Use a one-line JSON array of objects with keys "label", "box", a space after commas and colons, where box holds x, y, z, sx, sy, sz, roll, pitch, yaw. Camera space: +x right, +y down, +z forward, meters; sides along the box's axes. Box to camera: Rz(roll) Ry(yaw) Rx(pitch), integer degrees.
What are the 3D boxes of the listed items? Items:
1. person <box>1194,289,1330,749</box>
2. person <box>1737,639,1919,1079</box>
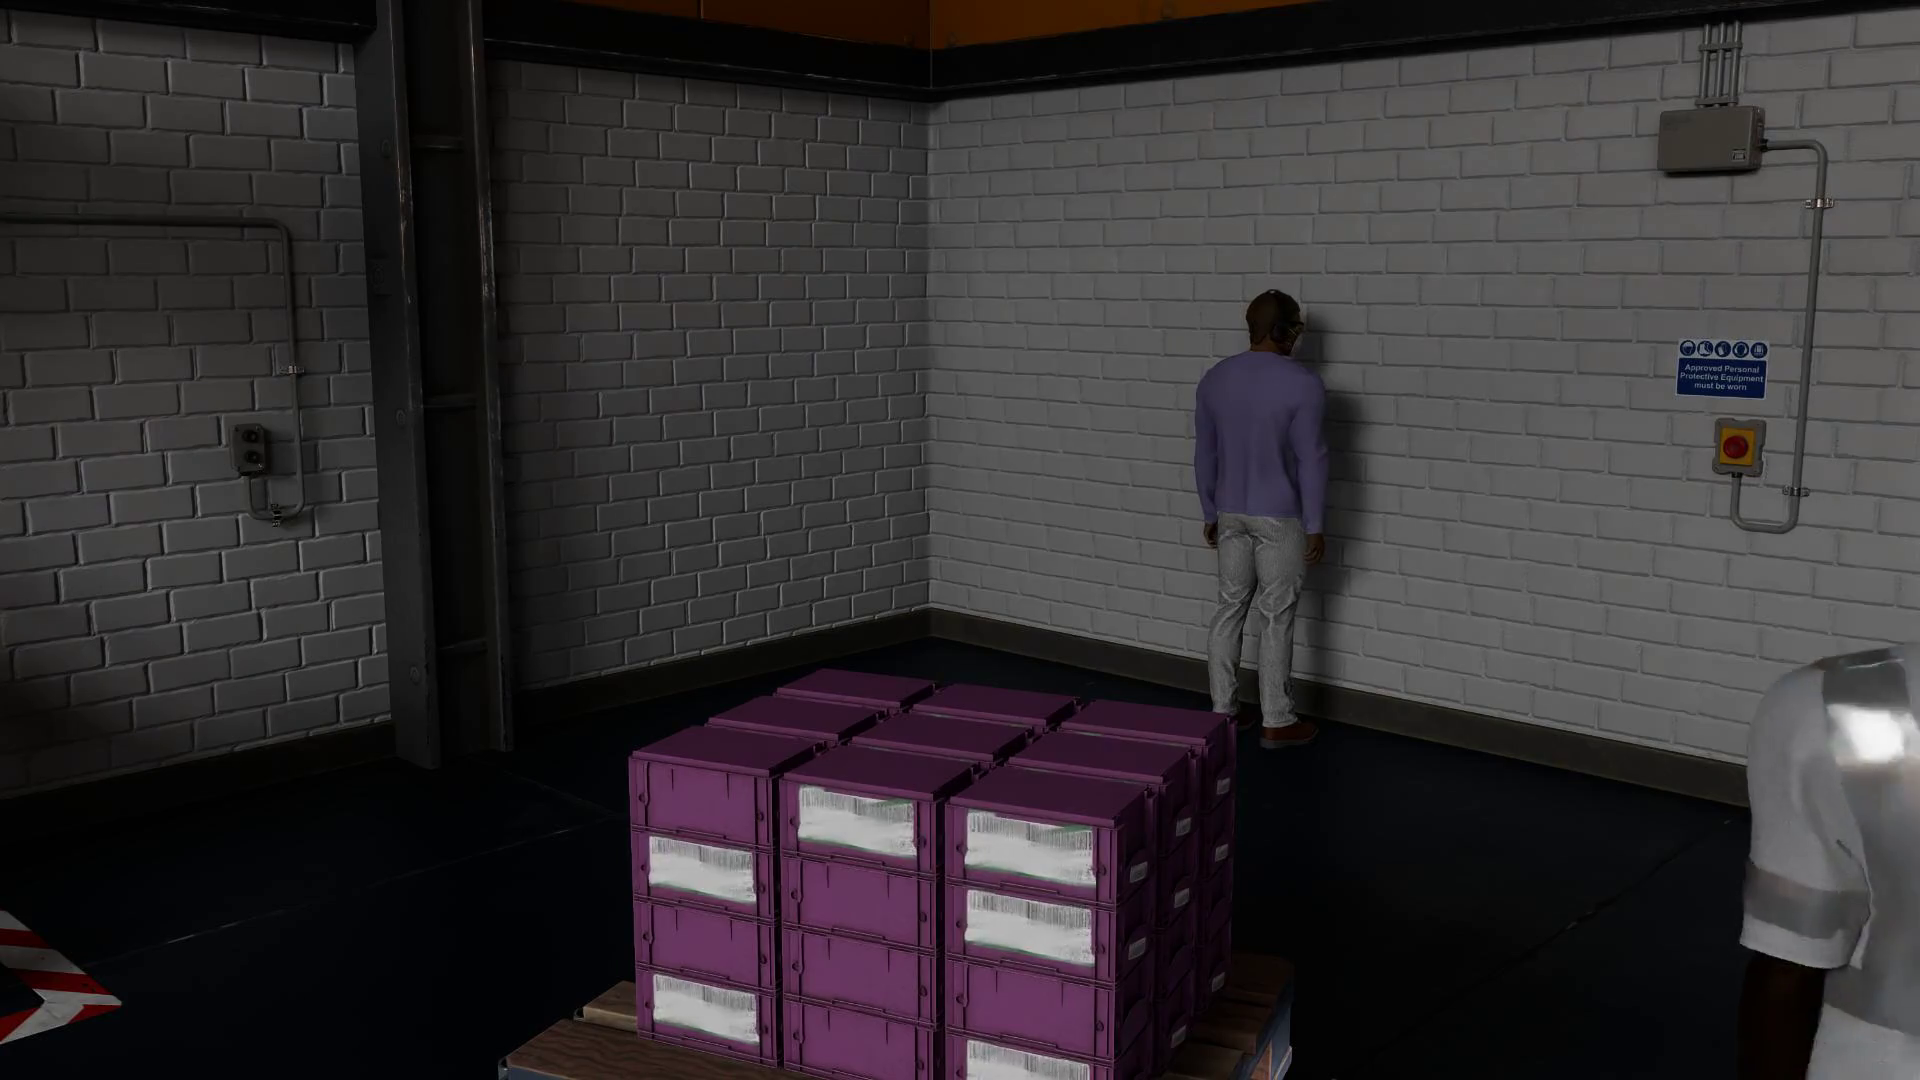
[{"label": "person", "box": [1.282, -0.089, 7.073, 0.352, 1.936, 0.635, -9, 13, -44]}, {"label": "person", "box": [1.237, 0.744, 1.974, 0.607, 1.940, 0.833, 2, 9, 11]}]
